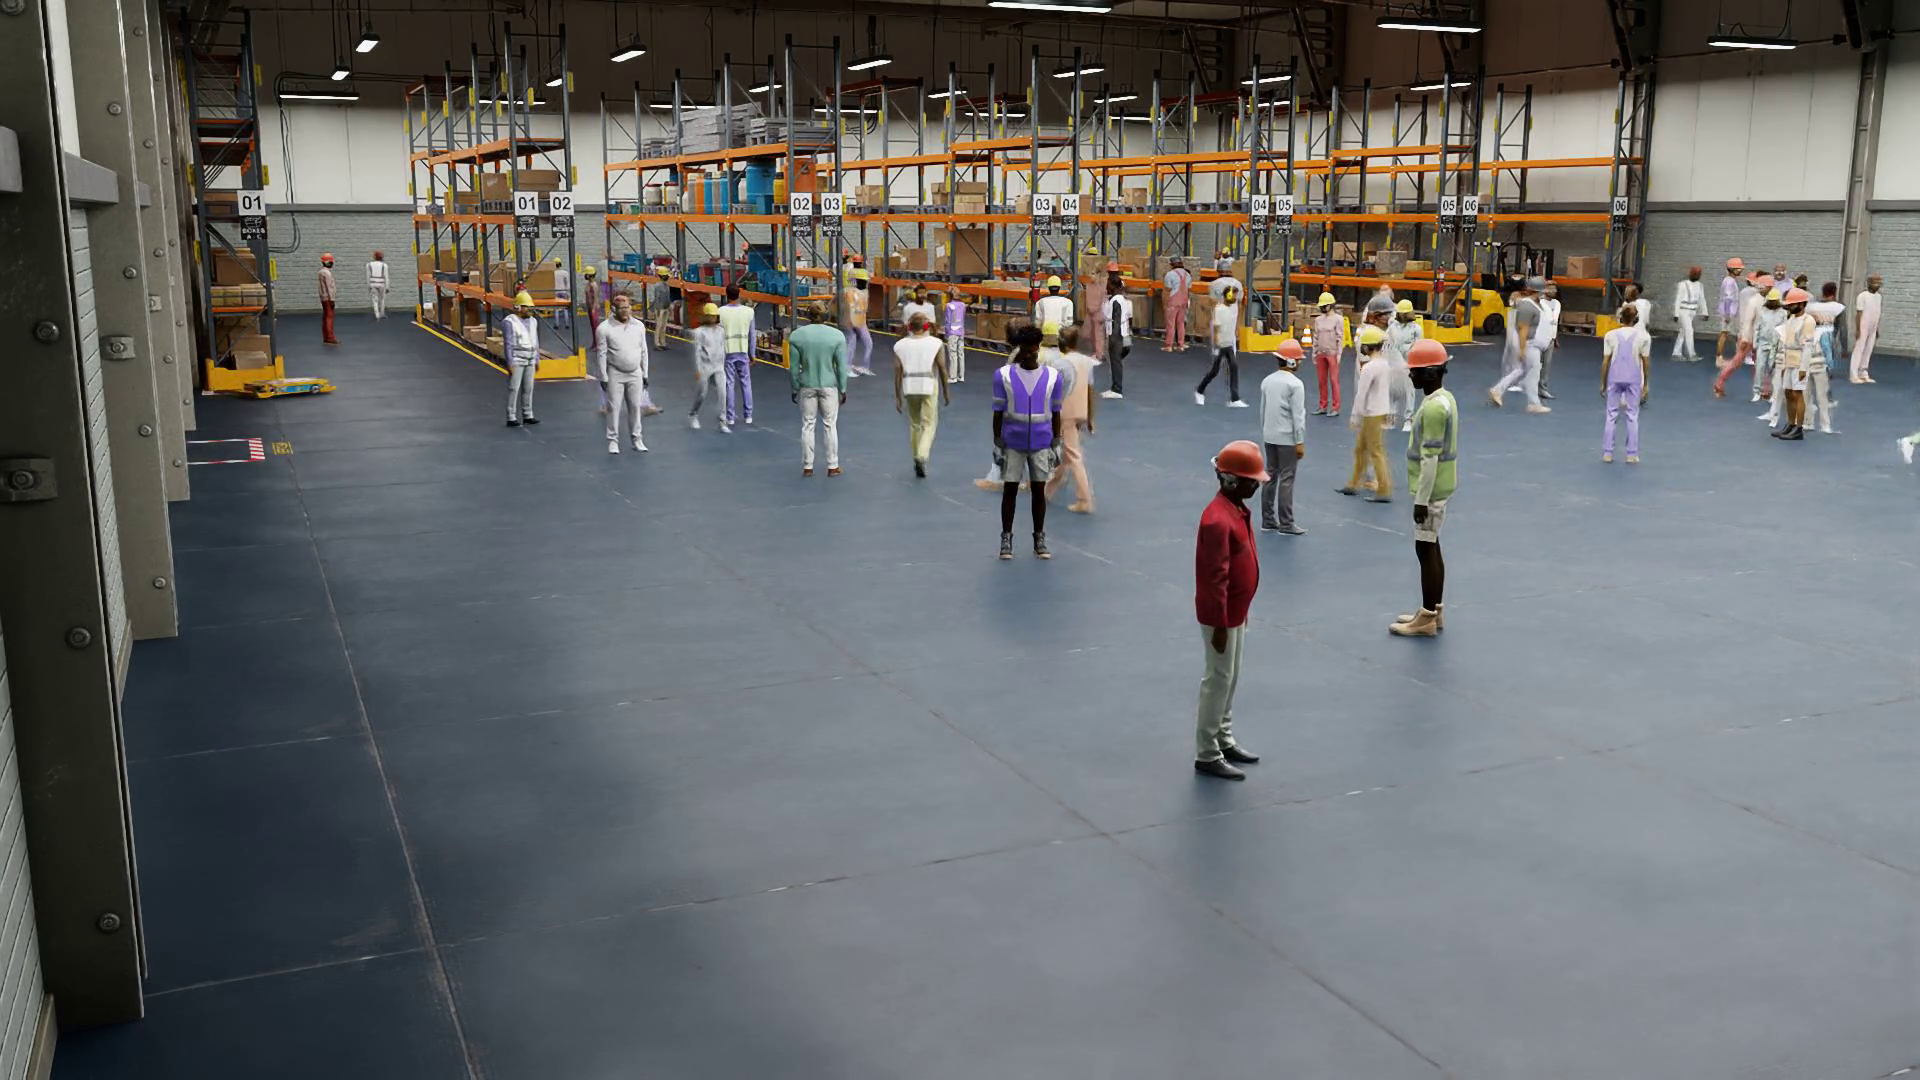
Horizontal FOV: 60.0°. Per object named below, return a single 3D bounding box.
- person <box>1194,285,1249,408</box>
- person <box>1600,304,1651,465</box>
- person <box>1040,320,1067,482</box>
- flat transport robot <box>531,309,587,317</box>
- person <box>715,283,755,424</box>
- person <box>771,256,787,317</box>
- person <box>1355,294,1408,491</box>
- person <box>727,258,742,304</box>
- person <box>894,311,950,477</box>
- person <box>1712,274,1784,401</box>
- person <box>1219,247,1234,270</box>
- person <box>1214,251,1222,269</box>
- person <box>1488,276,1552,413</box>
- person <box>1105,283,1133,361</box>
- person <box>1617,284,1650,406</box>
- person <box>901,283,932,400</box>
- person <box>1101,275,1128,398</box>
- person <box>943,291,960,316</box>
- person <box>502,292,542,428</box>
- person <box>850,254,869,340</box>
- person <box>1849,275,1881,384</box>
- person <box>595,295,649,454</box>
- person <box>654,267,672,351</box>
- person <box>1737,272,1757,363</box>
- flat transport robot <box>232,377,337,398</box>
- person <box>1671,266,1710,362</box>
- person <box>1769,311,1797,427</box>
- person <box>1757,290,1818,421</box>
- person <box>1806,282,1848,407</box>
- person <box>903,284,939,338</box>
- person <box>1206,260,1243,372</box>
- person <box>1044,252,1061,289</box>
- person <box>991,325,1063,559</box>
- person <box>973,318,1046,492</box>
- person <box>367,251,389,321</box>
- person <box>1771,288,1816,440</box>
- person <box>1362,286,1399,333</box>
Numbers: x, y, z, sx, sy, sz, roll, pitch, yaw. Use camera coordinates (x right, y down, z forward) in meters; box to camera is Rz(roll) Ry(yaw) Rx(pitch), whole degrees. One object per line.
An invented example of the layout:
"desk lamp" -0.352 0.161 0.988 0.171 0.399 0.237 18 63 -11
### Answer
"person" 3.911 -2.903 24.859 0.562 1.821 0.930 -10 15 -41
"person" 7.640 -1.788 19.123 0.516 1.842 0.324 6 12 26
"person" 0.966 -1.459 17.705 0.305 1.743 0.494 6 12 27
"flat transport robot" -11.184 -6.354 46.333 1.431 0.197 0.652 -9 14 -39
"person" -3.085 -2.544 22.774 0.590 1.919 0.395 -4 12 -21
"person" -5.053 -7.008 45.936 0.553 1.735 0.379 5 12 24
"person" 4.401 -1.546 17.387 0.538 2.000 0.683 4 12 19
"person" -5.803 -6.390 42.764 0.487 1.744 0.294 -2 11 -10
"person" -0.434 -1.614 18.316 0.583 1.813 0.811 3 11 14
"person" 12.203 -3.128 25.700 0.650 1.956 1.035 -8 14 -36
"person" 8.171 -8.072 51.083 0.404 1.834 0.592 -11 15 -43
"person" 8.372 -8.562 54.080 0.264 1.632 0.508 2 11 12
"person" 8.165 -2.872 24.124 0.838 2.000 0.702 5 12 24
"person" 2.727 -3.610 28.780 0.545 1.682 0.418 -4 12 -21
"person" 9.998 -2.864 24.637 0.538 1.825 0.607 -1 11 -4
"person" -0.655 -3.083 25.807 0.635 1.807 0.555 9 14 38
"person" 2.426 -3.186 26.033 0.392 1.920 0.593 0 11 2
"person" -0.199 -7.147 45.922 0.629 2.004 0.908 -4 12 -20
"person" -5.888 -2.421 22.428 0.417 1.820 0.607 7 13 30
"person" -2.317 -5.508 37.785 0.358 1.937 0.548 10 15 42
"person" 15.313 -3.550 28.073 0.516 1.843 0.325 -5 12 -23
"person" -4.036 -1.983 19.993 0.648 1.900 0.397 -8 13 -34
"person" -6.218 -4.846 34.896 0.368 1.760 0.531 4 12 19
"person" 15.202 -4.280 32.016 0.324 1.752 0.562 -1 11 -3
"flat transport robot" -10.703 -2.426 26.370 0.652 0.197 1.431 7 13 32
"person" 14.227 -4.379 32.262 0.610 1.845 0.882 -6 13 -30
"person" 11.148 -2.313 22.338 0.514 1.634 0.312 7 13 31
"person" 11.467 -2.522 22.880 0.790 1.840 0.620 10 15 40
"person" 12.741 -2.864 24.595 0.973 1.844 0.598 -5 12 -23
"person" -0.527 -2.870 24.640 0.541 1.828 0.914 -7 13 -31
"person" 4.726 -4.039 30.057 0.689 2.000 0.539 -5 12 -23
"person" 2.766 -7.770 49.897 0.569 1.690 0.917 -1 11 -7
"person" 0.561 -0.810 13.856 0.600 1.958 0.387 -1 11 -5
"person" 0.513 -1.391 17.239 0.863 1.798 0.613 2 11 10
"person" -15.572 -6.802 44.606 0.566 1.839 0.841 -2 11 -8
"person" 10.631 -2.236 21.209 0.391 1.923 0.549 0 11 0
"person" 6.049 -2.683 23.658 0.628 1.839 1.010 -1 11 -6
